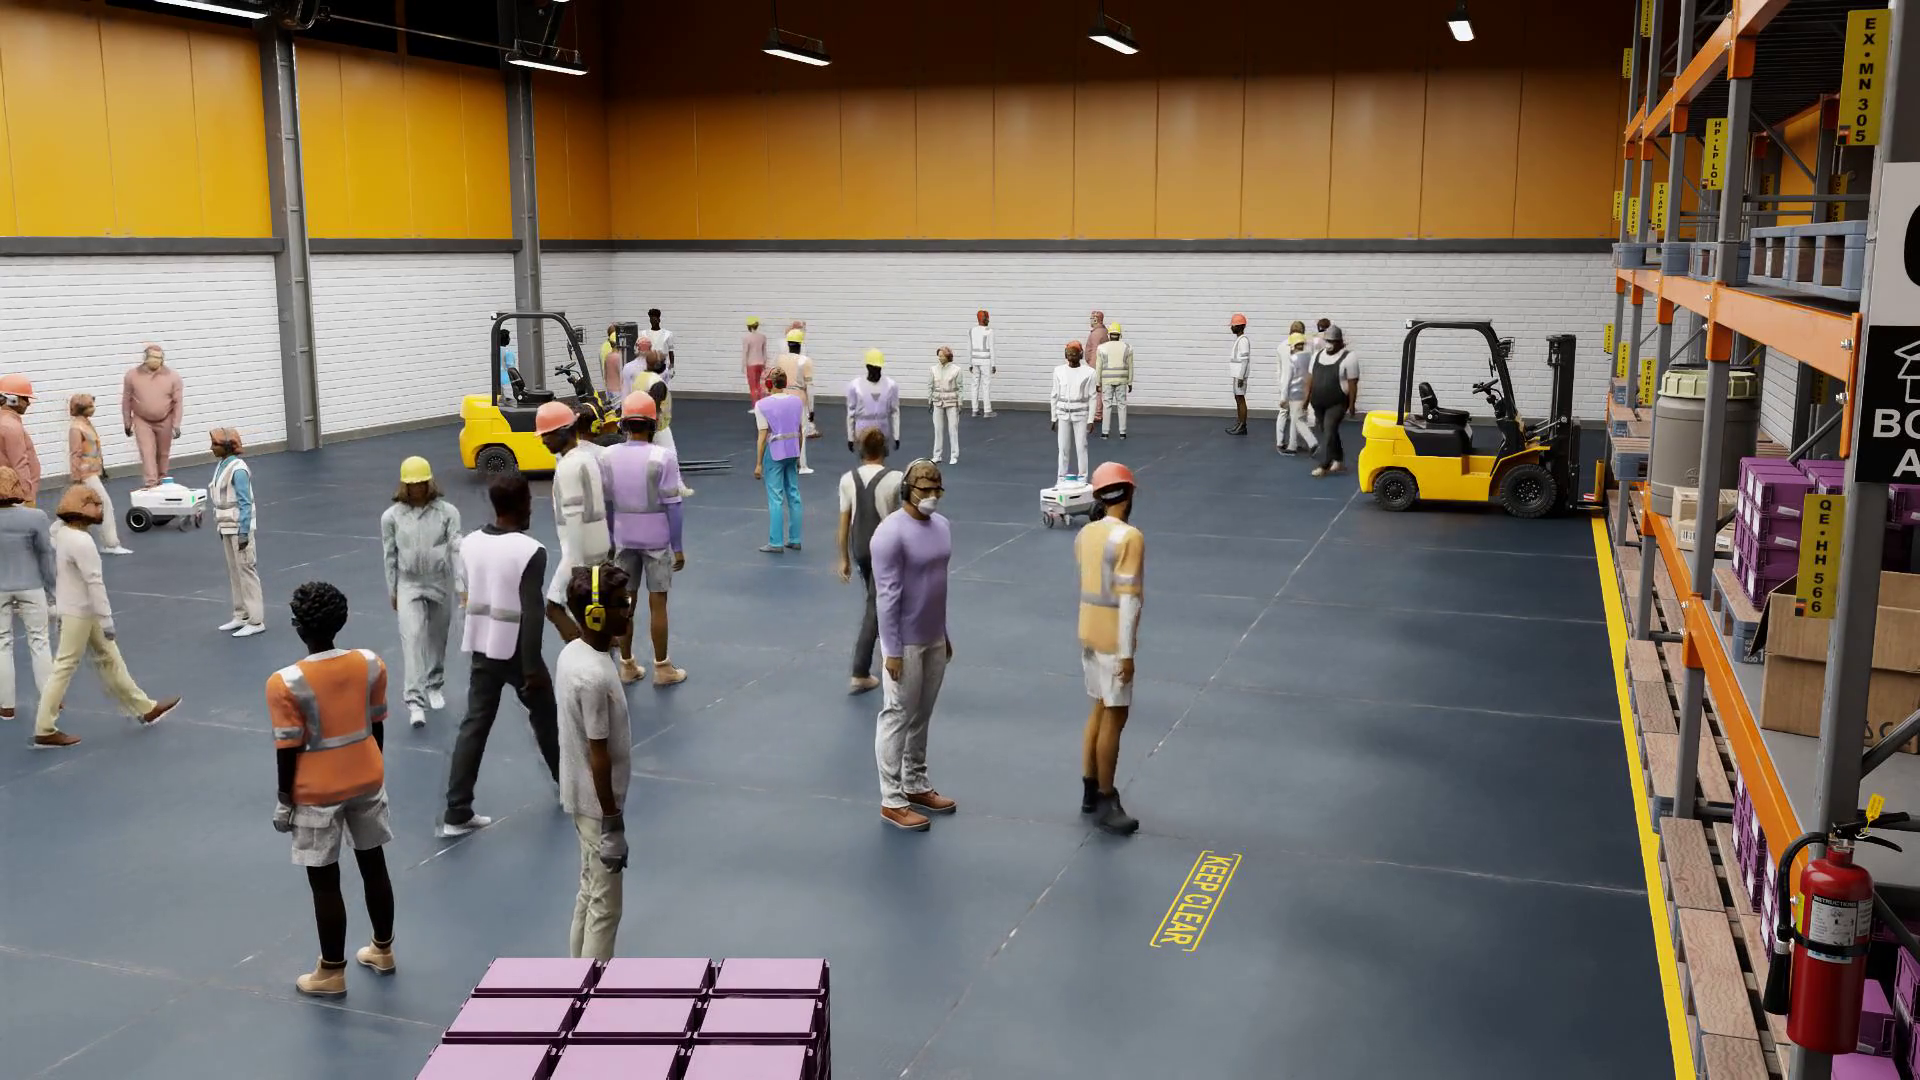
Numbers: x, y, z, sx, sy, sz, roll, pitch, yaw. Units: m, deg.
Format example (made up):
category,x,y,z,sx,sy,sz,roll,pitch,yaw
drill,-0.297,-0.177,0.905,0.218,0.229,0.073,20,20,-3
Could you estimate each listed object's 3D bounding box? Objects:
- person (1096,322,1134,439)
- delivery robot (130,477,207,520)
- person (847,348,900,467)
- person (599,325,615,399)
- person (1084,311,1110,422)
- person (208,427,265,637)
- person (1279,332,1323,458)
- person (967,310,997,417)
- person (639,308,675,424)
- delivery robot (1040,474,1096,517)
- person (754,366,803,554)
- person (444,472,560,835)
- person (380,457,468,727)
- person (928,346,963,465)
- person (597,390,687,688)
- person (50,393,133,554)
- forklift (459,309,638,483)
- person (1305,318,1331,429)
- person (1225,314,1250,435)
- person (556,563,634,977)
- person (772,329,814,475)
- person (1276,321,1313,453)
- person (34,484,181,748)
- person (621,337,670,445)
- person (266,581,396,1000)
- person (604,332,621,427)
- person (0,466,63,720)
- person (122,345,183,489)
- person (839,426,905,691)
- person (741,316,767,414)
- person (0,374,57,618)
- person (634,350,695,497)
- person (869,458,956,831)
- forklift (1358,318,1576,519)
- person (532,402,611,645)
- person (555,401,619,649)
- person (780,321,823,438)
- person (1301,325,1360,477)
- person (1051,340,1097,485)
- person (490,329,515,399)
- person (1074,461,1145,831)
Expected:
category,x,y,z,sx,sy,sz,roll,pitch,yaw
person,2.407,-2.480,25.969,0.600,1.831,0.404,-1,10,-3
delivery robot,-8.432,-0.426,17.740,0.707,0.478,0.477,0,10,0
person,-1.000,-1.226,18.741,0.599,1.899,0.824,-4,11,-20
person,-5.147,-2.323,25.059,0.624,1.847,0.429,9,13,40
person,2.335,-2.972,28.534,0.410,1.909,0.643,4,11,20
person,-5.634,-0.067,12.934,0.310,1.636,0.523,-8,13,-39
person,4.891,-2.053,23.679,0.740,1.796,0.598,9,14,42
person,0.391,-3.106,29.353,0.573,1.885,0.356,7,13,36
person,-5.143,-2.942,28.199,0.613,1.963,0.362,-1,10,-7
delivery robot,1.188,-0.464,17.954,0.477,0.478,0.707,9,14,42
person,-1.772,-0.785,16.387,0.564,1.847,0.396,-9,14,-43
person,-2.351,0.566,8.743,0.612,1.859,1.044,6,12,30
person,-3.406,0.316,10.613,0.495,1.696,0.876,-4,11,-22
person,-0.199,-1.861,23.038,0.518,1.636,0.312,4,11,23
person,-2.166,-0.001,11.410,0.614,2.046,0.366,3,11,17
person,-8.602,-0.638,16.243,0.782,1.606,0.507,-4,11,-19
forklift,-5.354,-1.902,21.697,2.313,2.155,1.214,-2,10,-13
person,5.979,-2.731,27.430,0.752,1.824,0.519,-3,10,-14
person,4.449,-2.649,26.631,0.364,1.934,0.553,0,10,2
person,-1.334,1.005,6.240,0.314,1.869,0.536,-4,11,-21
person,-2.204,-1.826,22.030,0.597,1.926,0.374,4,11,21
person,4.897,-2.245,24.392,0.377,1.932,0.632,-8,13,-37
person,-5.271,0.448,10.153,0.885,1.577,0.530,-8,13,-38
person,-3.924,-1.572,20.689,0.647,1.901,0.402,-9,13,-40
person,-2.534,1.005,6.726,0.322,1.697,0.535,7,12,34
person,-5.043,-2.193,24.551,0.318,1.766,0.534,-8,13,-39
person,-6.066,0.337,10.663,0.498,1.634,0.281,-5,11,-25
person,-9.597,-1.394,19.805,0.667,1.853,0.943,-5,11,-27
person,-0.554,0.104,11.554,0.522,1.781,1.024,5,11,26
person,-3.714,-3.141,29.890,0.364,1.754,0.545,9,13,41
person,-7.682,-0.358,13.594,0.392,1.985,0.610,-10,14,-44
person,-3.699,-1.363,19.813,0.971,1.802,0.616,-8,13,-37
person,-0.230,0.530,8.732,0.377,1.936,0.628,6,12,29
forklift,5.787,-1.437,19.079,2.313,2.155,1.214,3,11,19
person,-2.550,0.089,11.028,0.536,1.999,0.647,0,10,3
person,-2.773,-0.103,12.481,0.532,1.871,0.321,3,11,17
person,-2.618,-2.486,25.935,0.932,1.866,0.633,-9,13,-41
person,4.946,-1.890,22.064,0.995,2.000,0.689,-9,13,-40
person,1.365,-1.470,20.141,0.575,1.885,0.355,4,11,23
person,-7.260,-2.511,26.527,0.533,1.697,0.319,8,13,37
person,0.834,0.556,8.758,0.414,1.891,0.736,-4,11,-22
